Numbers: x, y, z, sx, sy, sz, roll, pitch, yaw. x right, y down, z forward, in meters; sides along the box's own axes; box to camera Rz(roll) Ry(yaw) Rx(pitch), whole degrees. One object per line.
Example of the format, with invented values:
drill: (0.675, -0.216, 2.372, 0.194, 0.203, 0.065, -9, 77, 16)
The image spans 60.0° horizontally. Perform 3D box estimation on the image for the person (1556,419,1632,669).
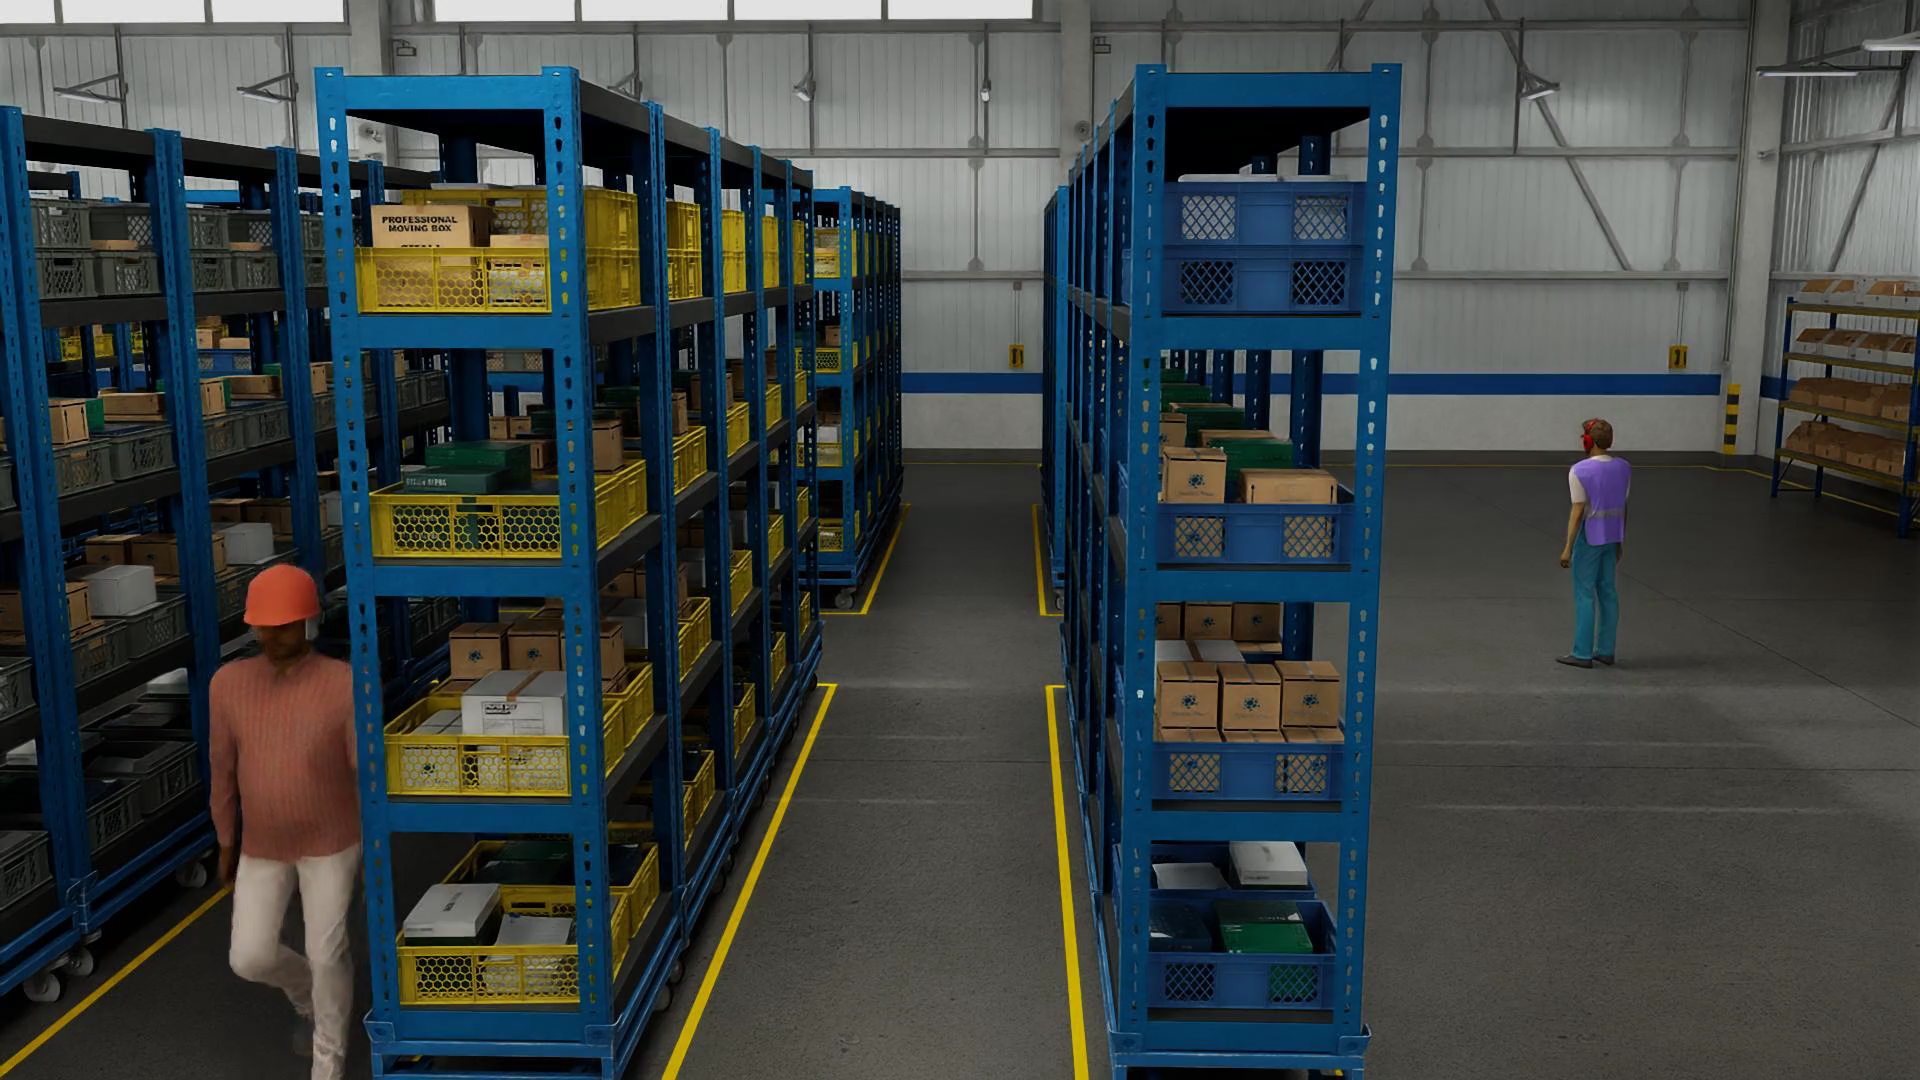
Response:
person: (4.692, 0.031, 12.268, 0.572, 1.843, 0.373, -5, 11, -26)

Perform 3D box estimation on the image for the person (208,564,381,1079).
person: (-2.330, 1.046, 5.910, 0.633, 1.977, 0.550, 0, 10, 1)
